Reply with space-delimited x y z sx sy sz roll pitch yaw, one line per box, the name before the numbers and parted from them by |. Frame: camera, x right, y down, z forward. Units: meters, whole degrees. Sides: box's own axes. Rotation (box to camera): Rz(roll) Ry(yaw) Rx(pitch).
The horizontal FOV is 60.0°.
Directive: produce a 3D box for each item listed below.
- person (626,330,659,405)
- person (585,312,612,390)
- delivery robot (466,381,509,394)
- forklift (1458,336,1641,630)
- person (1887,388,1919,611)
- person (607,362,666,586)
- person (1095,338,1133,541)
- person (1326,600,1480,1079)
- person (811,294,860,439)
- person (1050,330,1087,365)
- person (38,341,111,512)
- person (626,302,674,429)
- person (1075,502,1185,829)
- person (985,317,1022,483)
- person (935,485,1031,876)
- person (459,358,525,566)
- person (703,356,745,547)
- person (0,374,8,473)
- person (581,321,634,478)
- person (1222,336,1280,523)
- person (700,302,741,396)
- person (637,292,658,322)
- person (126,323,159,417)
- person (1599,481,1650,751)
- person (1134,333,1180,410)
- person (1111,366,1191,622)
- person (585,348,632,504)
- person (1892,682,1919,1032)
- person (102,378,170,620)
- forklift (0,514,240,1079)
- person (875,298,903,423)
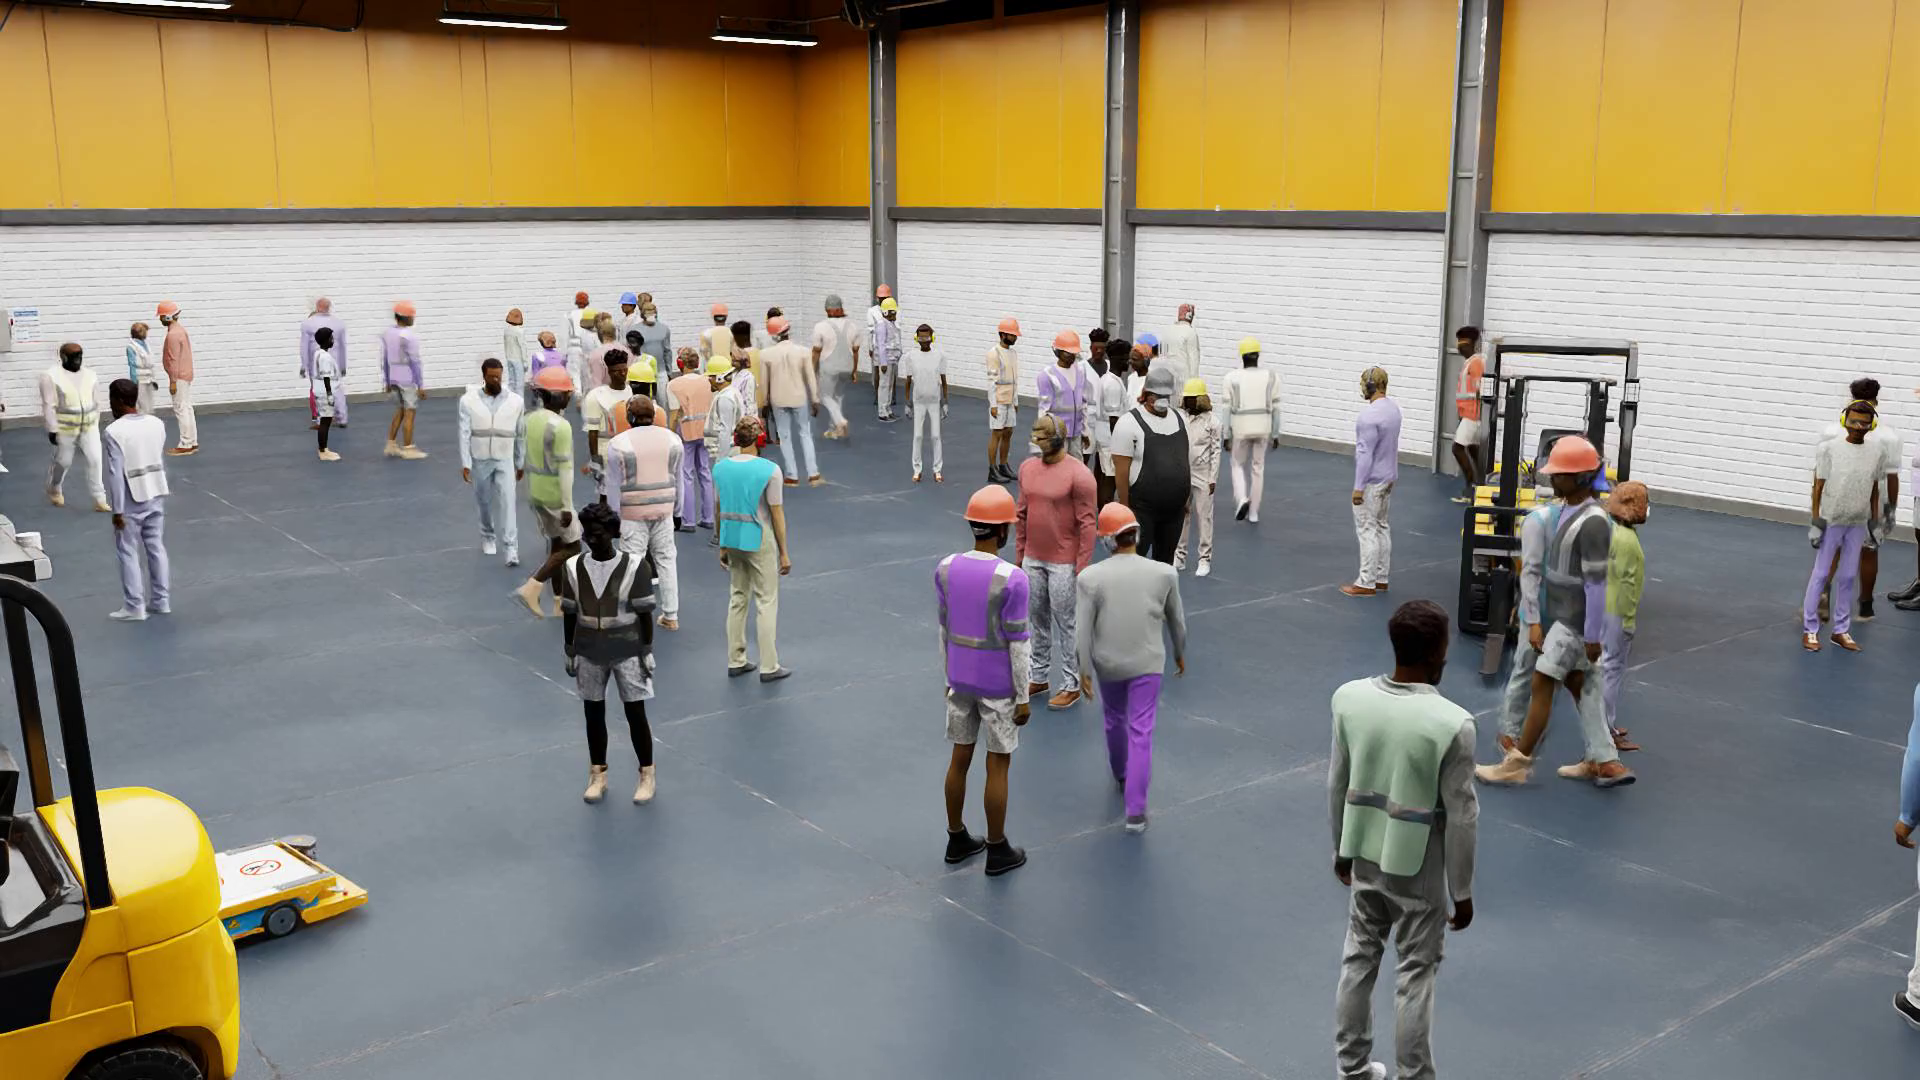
person | -3.954 -1.724 20.396 0.536 1.697 0.322 2 12 8
person | -4.655 -2.048 21.635 0.405 1.830 0.557 6 13 26
delivery robot | -7.277 -2.315 25.795 0.707 0.478 0.477 -1 12 -3
forklift | 4.683 -0.471 13.136 1.214 2.155 2.313 4 12 20
person | 7.786 -0.393 13.385 0.360 1.938 0.545 4 12 19
person | -2.734 -0.564 14.263 0.588 1.918 0.402 6 13 27
person | 1.491 -0.969 16.093 0.361 1.964 0.616 0 12 -1
person | 1.568 1.155 5.955 0.373 1.916 0.596 -9 15 -39
person | -1.681 -2.345 22.561 0.690 2.000 0.765 -8 14 -33
person | 1.314 -1.647 19.917 0.487 1.741 0.312 -4 12 -18
person | -9.435 -1.209 17.652 0.874 1.810 0.626 10 15 39
person | -4.144 -2.226 22.277 0.635 1.927 0.372 -8 14 -35
person | 0.918 0.638 8.991 0.577 1.685 0.936 2 12 9
person | 0.530 -1.628 19.379 0.390 1.925 0.550 8 14 33
person | 0.134 0.686 8.193 0.543 1.931 0.386 9 15 38
person | -4.251 -0.729 15.180 0.590 1.870 1.007 -4 12 -18
person | -2.241 -0.844 15.863 0.403 1.817 0.601 -1 12 -3
person | -11.707 -1.649 19.921 0.313 1.744 0.488 11 16 43
person | -4.050 -1.610 19.416 1.059 1.878 0.645 10 16 41
person | 2.958 -1.109 16.921 0.605 1.912 0.481 0 12 2
person | -3.215 -2.239 22.365 0.571 1.907 0.797 -3 12 -13
person | -4.809 -2.893 25.705 0.362 1.846 0.522 -1 12 -3
person | -11.051 -2.123 22.529 0.313 1.629 0.582 1 12 3
person | 3.995 0.448 10.066 0.285 1.632 0.497 2 12 10
person | 2.103 -1.261 17.740 0.635 1.880 0.985 -6 13 -25
person | 1.528 -0.329 12.824 0.689 2.000 0.538 -7 14 -30
person | -3.084 -0.753 15.051 0.600 1.967 0.368 -11 16 -42
person | 4.019 1.073 6.558 0.600 1.832 0.404 3 12 14
person | -6.475 -0.325 13.126 0.426 1.913 0.618 3 12 16
forklift | -3.687 1.115 5.480 2.313 2.155 1.214 -9 15 -36
person | -1.053 -2.657 24.575 0.404 1.830 0.599 2 12 11
